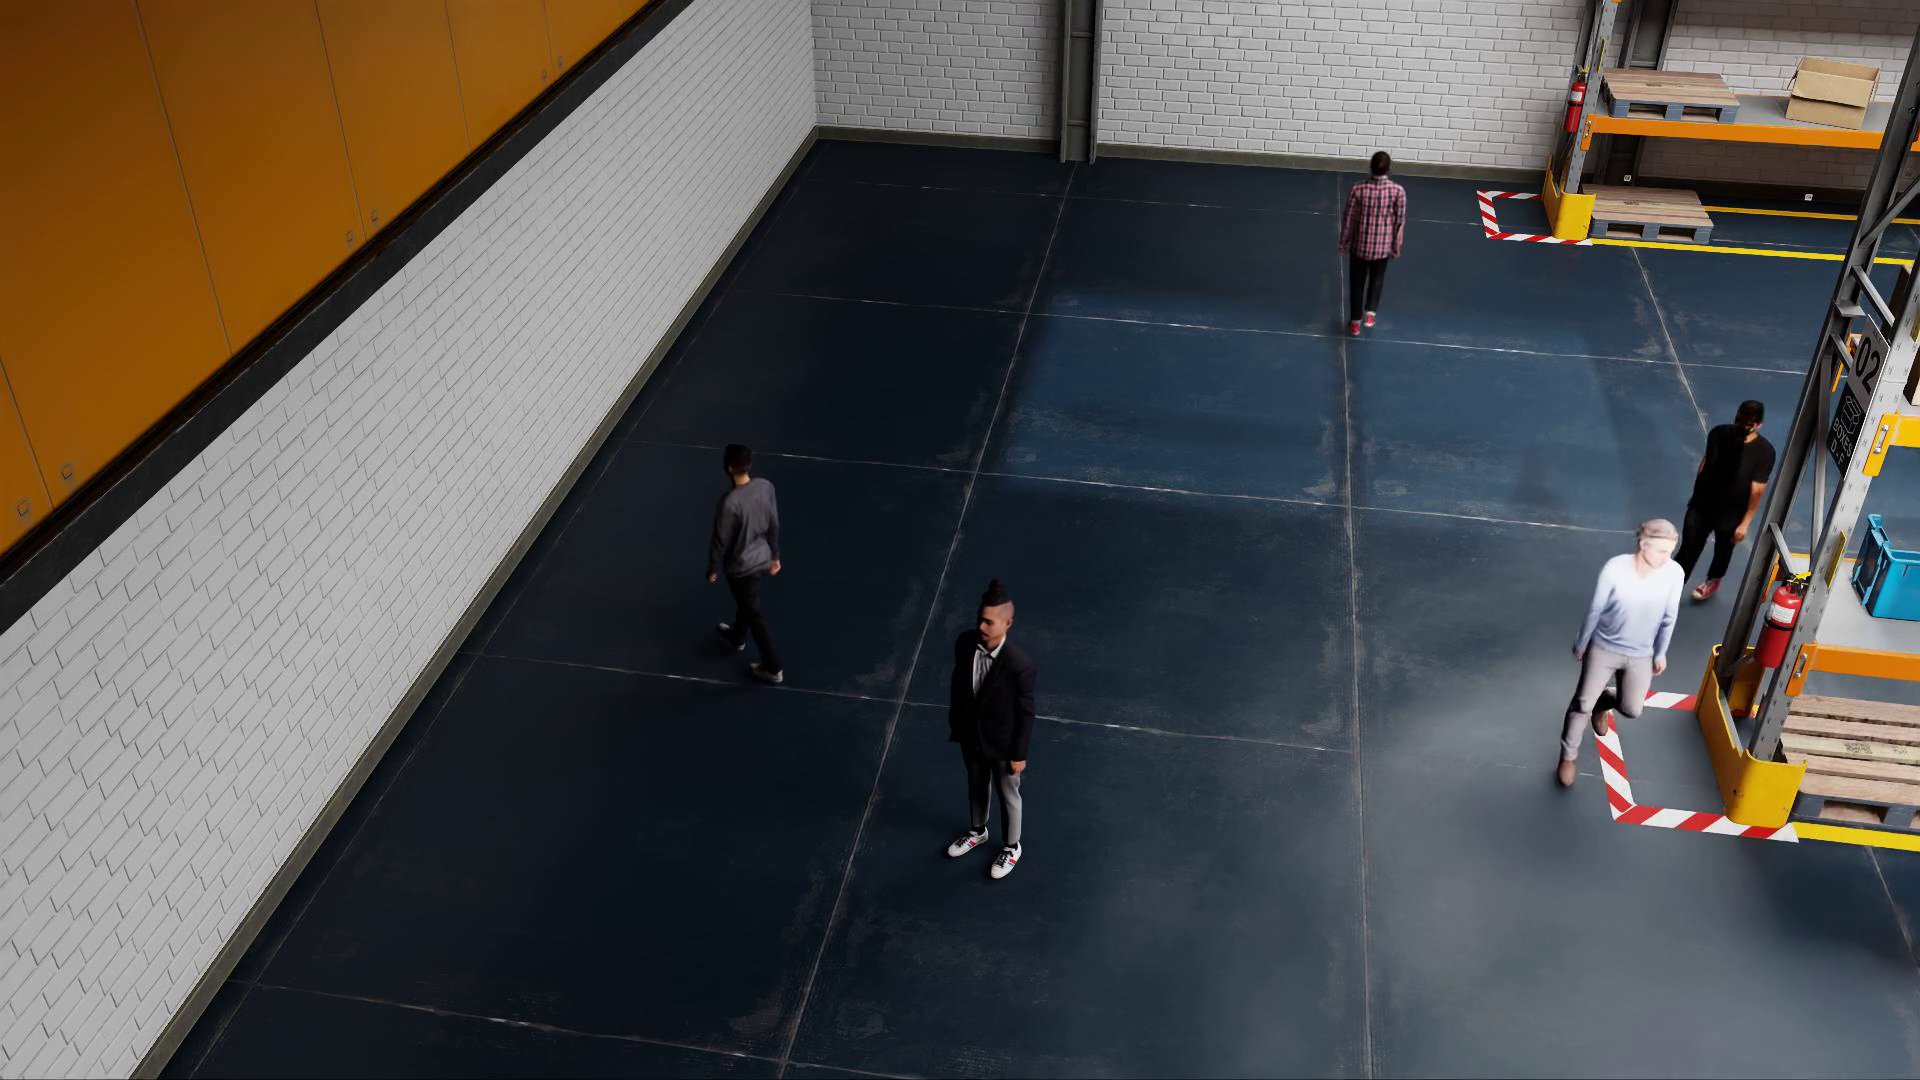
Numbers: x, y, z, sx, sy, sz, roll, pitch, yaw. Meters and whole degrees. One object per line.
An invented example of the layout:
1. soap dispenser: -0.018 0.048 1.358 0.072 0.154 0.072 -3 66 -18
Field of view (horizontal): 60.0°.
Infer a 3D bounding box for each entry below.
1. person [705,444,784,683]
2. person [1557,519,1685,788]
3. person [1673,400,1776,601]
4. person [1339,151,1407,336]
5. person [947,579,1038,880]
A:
1. person: -1.329 0.194 10.887 1.042 1.737 0.868 21 39 28
2. person: 4.017 0.623 10.117 0.832 1.876 0.737 7 34 11
3. person: 5.334 -0.234 11.556 1.125 1.710 1.174 -28 43 -35
4. person: 3.757 -2.674 15.188 0.554 1.754 0.772 4 34 7
5. person: 0.190 1.057 9.397 0.713 1.950 0.853 23 40 30
